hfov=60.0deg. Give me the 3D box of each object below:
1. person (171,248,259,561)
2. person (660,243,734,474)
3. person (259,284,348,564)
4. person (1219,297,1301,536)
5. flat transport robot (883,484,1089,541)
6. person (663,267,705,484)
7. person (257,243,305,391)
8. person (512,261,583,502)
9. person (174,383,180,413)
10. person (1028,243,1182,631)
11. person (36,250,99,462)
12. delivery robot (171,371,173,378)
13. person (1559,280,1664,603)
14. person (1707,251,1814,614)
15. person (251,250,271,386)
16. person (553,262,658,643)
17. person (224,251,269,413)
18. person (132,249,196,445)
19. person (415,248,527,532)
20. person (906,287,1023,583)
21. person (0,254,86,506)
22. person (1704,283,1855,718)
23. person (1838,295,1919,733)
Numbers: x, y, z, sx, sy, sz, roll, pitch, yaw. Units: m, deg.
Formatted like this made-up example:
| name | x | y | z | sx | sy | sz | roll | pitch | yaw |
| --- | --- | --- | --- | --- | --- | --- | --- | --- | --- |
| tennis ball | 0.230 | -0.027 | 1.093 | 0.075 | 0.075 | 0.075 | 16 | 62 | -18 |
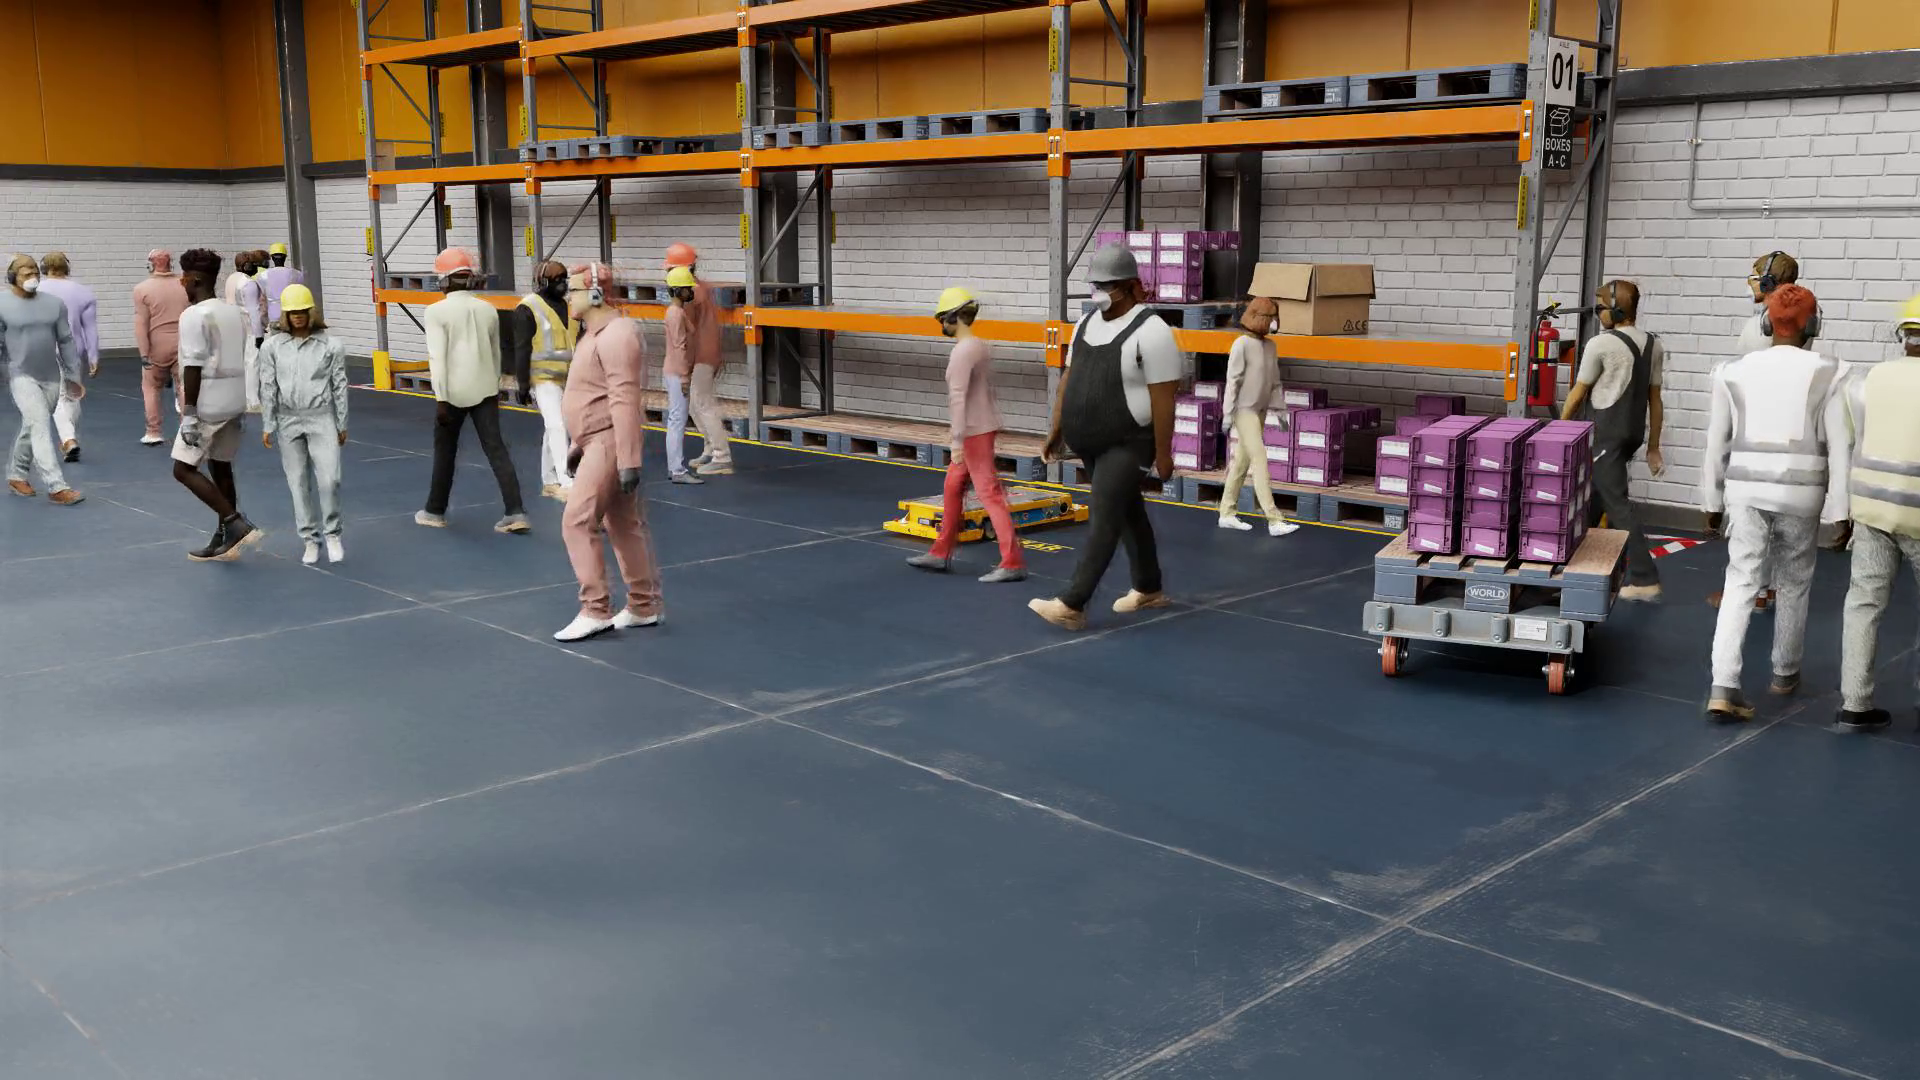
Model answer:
| name | x | y | z | sx | sy | sz | roll | pitch | yaw |
| --- | --- | --- | --- | --- | --- | --- | --- | --- | --- |
| person | -4.581 | -0.802 | 10.200 | 0.426 | 1.952 | 0.641 | 1 | 10 | 7 |
| person | -2.211 | -1.520 | 14.070 | 0.593 | 1.958 | 0.637 | 1 | 10 | 3 |
| person | -4.015 | -0.698 | 10.210 | 0.488 | 1.726 | 0.462 | -3 | 11 | -14 |
| person | 2.068 | -0.825 | 11.229 | 0.781 | 1.597 | 0.536 | 9 | 13 | 39 |
| flat transport robot | 0.217 | -0.201 | 11.467 | 1.431 | 0.197 | 0.652 | -10 | 14 | -44 |
| person | -2.272 | -1.341 | 13.607 | 0.312 | 1.768 | 0.522 | -3 | 11 | -14 |
| person | -8.796 | -2.891 | 21.632 | 0.586 | 1.923 | 0.371 | -4 | 11 | -20 |
| person | -2.981 | -1.192 | 12.639 | 0.756 | 1.819 | 0.654 | 6 | 12 | 29 |
| person | -8.571 | -2.164 | 18.524 | 0.531 | 1.599 | 0.711 | -8 | 13 | -39 |
| person | 0.749 | -0.569 | 8.645 | 1.039 | 2.000 | 0.697 | -6 | 12 | -30 |
| person | -8.112 | -1.664 | 15.024 | 0.642 | 1.903 | 0.987 | -9 | 14 | -41 |
| delivery robot | -10.405 | -2.386 | 22.354 | 0.477 | 0.478 | 0.707 | -4 | 11 | -19 |
| person | 3.658 | -0.572 | 9.404 | 0.497 | 1.772 | 1.024 | -6 | 12 | -29 |
| person | 4.324 | -0.573 | 8.946 | 0.361 | 1.938 | 0.635 | 10 | 15 | 44 |
| person | -9.337 | -2.961 | 22.279 | 0.650 | 1.827 | 0.431 | 2 | 11 | 12 |
| person | -1.864 | -0.441 | 8.373 | 0.689 | 1.888 | 0.661 | -3 | 11 | -16 |
| person | -8.147 | -2.378 | 19.072 | 0.631 | 1.839 | 0.429 | 10 | 15 | 44 |
| person | -7.623 | -1.833 | 15.966 | 0.747 | 1.882 | 0.658 | 10 | 14 | 43 |
| person | -3.353 | -1.015 | 11.382 | 1.038 | 1.941 | 0.640 | 8 | 13 | 37 |
| person | 0.013 | -0.618 | 9.792 | 0.825 | 1.707 | 0.593 | 2 | 11 | 13 |
| person | -7.052 | -1.215 | 12.634 | 1.037 | 1.892 | 0.621 | 6 | 12 | 28 |
| person | 3.460 | -0.168 | 7.068 | 0.600 | 1.833 | 0.991 | 8 | 13 | 36 |
| person | 3.924 | -0.111 | 6.766 | 0.723 | 1.805 | 0.614 | -6 | 12 | -30 |
